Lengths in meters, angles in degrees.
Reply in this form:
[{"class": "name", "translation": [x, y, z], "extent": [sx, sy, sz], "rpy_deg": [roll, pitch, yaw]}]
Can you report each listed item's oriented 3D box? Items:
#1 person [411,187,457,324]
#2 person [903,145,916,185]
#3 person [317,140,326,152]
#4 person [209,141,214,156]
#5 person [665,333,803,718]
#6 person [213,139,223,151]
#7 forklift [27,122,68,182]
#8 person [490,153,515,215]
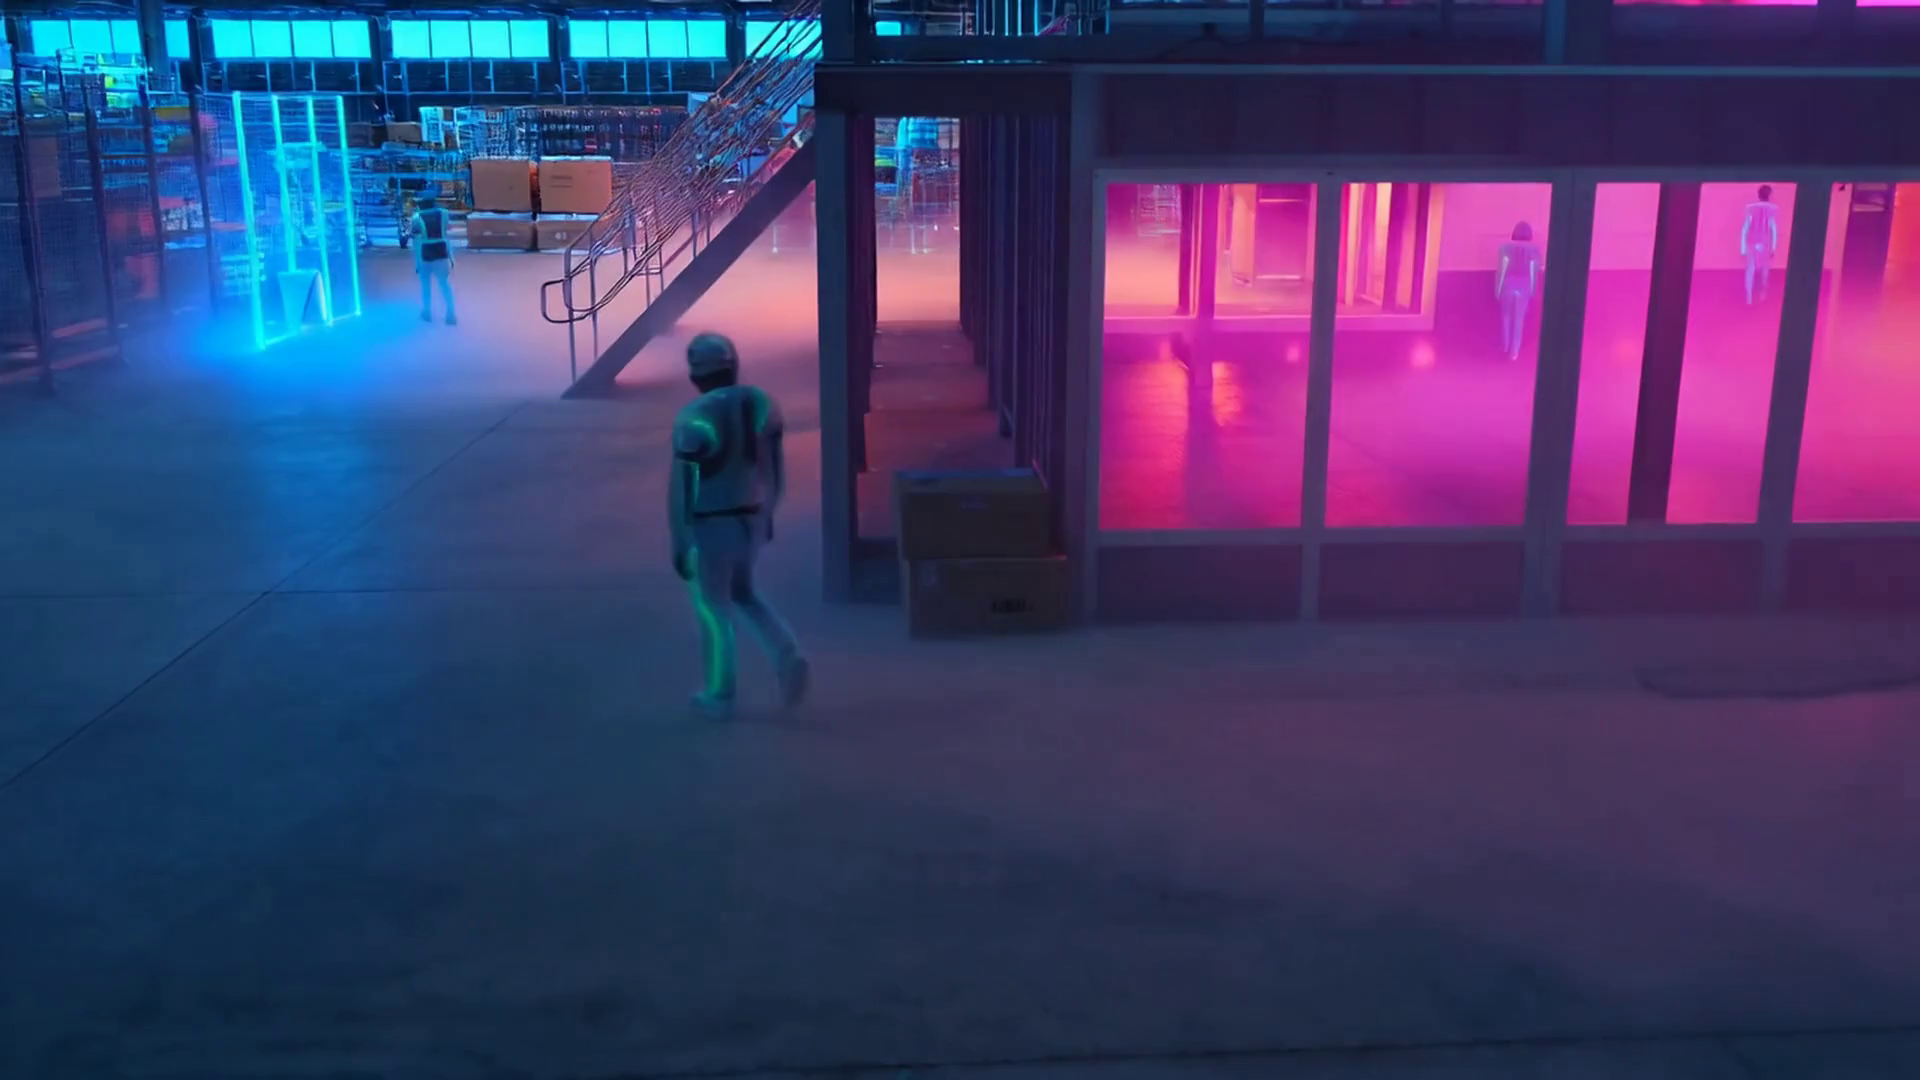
[{"class": "person", "translation": [-7.302, -3.951, 23.132], "extent": [0.560, 1.899, 0.974], "rpy_deg": [-10, 17, -35]}, {"class": "person", "translation": [-2.288, -16.988, 75.354], "extent": [0.600, 1.831, 0.404], "rpy_deg": [2, 14, 8]}, {"class": "person", "translation": [-35.953, -21.534, 93.523], "extent": [0.621, 1.837, 0.429], "rpy_deg": [5, 15, 19]}, {"class": "person", "translation": [-38.520, -19.479, 85.207], "extent": [0.664, 1.900, 0.704], "rpy_deg": [4, 15, 15]}, {"class": "person", "translation": [-1.048, -0.037, 7.625], "extent": [0.640, 1.821, 0.586], "rpy_deg": [-13, 19, -42]}, {"class": "person", "translation": [-38.309, -19.693, 85.837], "extent": [0.395, 1.993, 0.616], "rpy_deg": [8, 16, 29]}, {"class": "forklift", "translation": [-35.376, -14.773, 64.377], "extent": [1.129, 2.768, 1.873], "rpy_deg": [-1, 14, -2]}, {"class": "person", "translation": [-11.739, -8.816, 42.325], "extent": [0.924, 2.009, 0.636], "rpy_deg": [10, 17, 36]}]
